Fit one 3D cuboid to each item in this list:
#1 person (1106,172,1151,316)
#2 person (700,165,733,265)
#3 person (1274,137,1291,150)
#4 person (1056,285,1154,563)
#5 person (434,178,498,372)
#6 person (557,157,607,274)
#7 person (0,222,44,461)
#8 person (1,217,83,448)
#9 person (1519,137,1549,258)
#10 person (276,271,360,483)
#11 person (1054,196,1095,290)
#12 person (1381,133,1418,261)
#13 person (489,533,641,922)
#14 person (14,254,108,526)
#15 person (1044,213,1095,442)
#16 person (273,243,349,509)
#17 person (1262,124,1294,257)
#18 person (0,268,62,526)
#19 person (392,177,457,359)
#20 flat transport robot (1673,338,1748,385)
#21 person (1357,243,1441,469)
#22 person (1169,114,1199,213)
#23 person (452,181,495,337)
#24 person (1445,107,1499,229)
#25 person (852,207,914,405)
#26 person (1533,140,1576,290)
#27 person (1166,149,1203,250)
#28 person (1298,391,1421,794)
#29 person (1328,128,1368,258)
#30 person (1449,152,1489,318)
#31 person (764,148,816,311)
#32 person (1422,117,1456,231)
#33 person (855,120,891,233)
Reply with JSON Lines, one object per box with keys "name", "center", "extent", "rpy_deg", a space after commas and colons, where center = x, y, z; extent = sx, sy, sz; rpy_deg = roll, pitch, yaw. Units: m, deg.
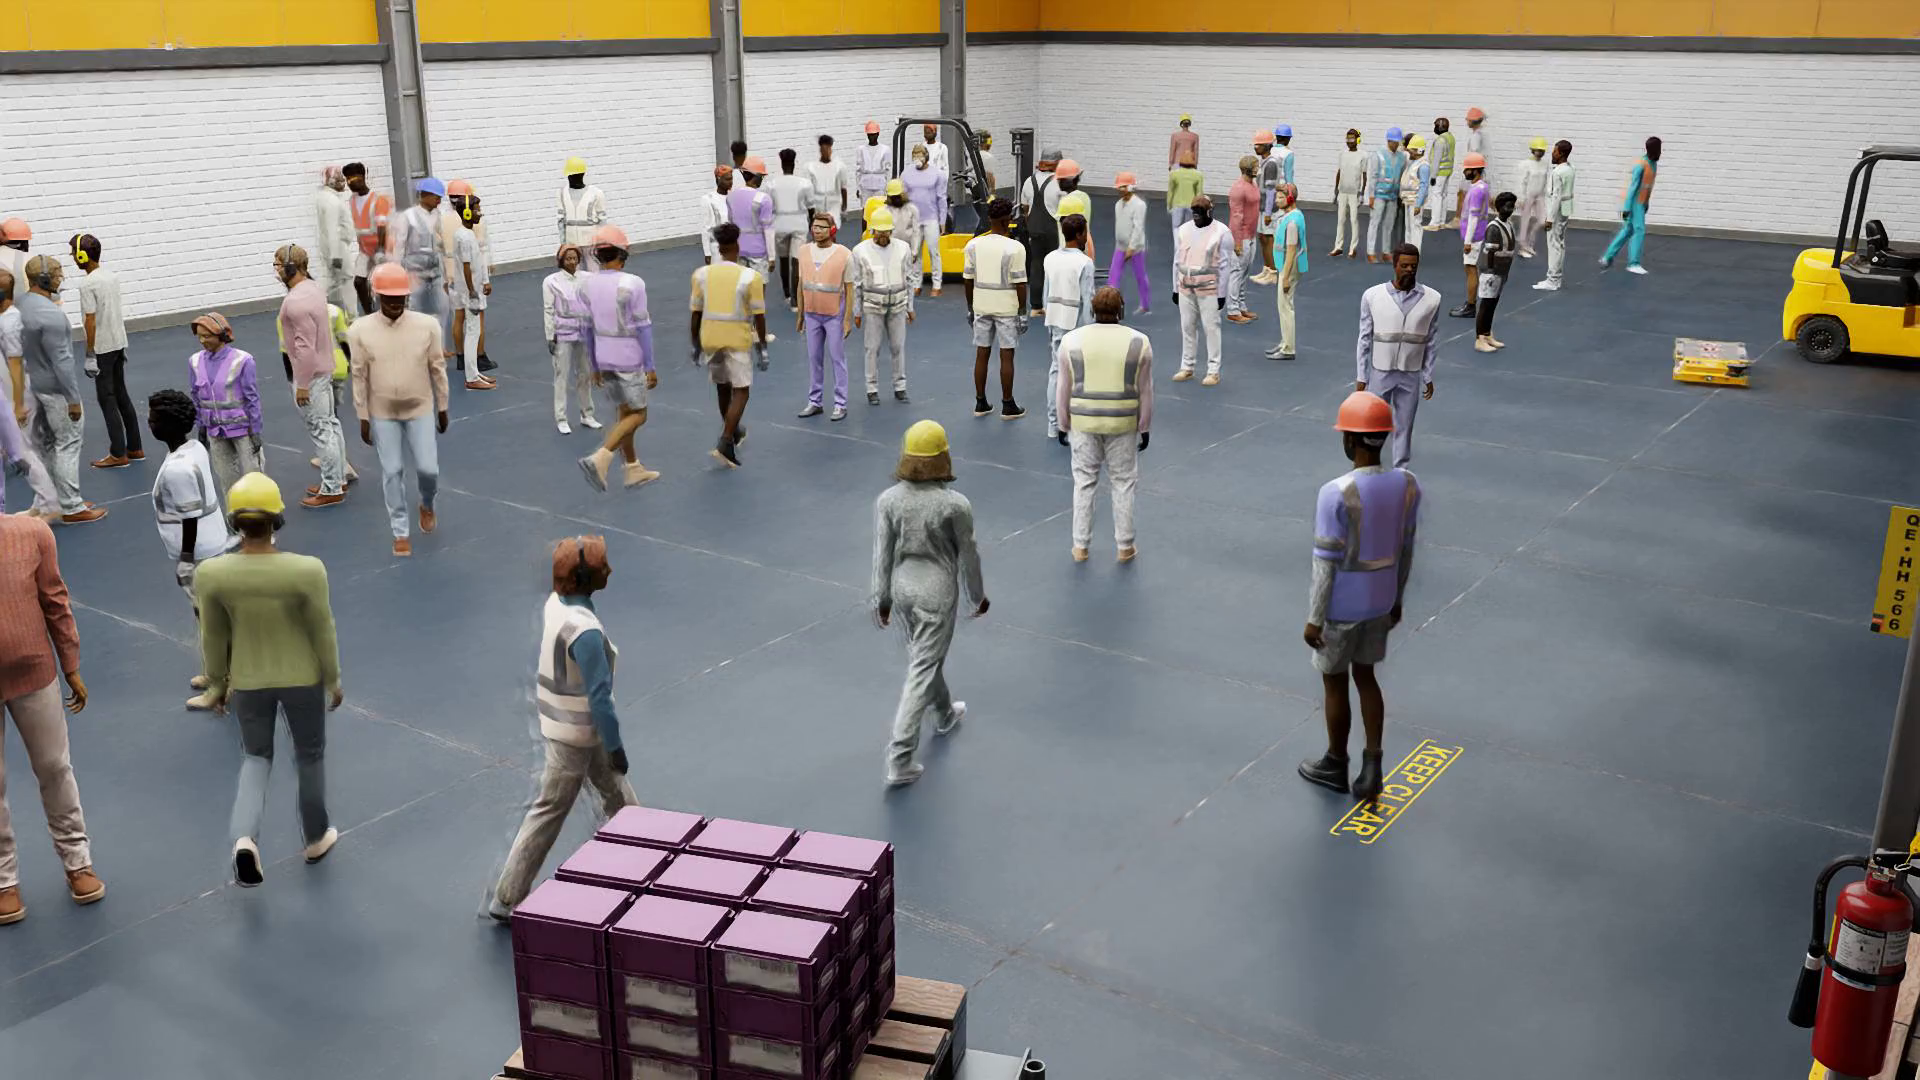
{"name": "person", "center": [1.940, -3.479, 19.673], "extent": [0.897, 1.698, 0.564], "rpy_deg": [-13, 22, -34]}
{"name": "person", "center": [-2.672, -3.282, 18.794], "extent": [0.349, 1.877, 0.576], "rpy_deg": [15, 23, 40]}
{"name": "person", "center": [5.063, -5.573, 26.153], "extent": [0.337, 1.760, 0.527], "rpy_deg": [1, 18, 5]}
{"name": "person", "center": [0.950, -0.753, 10.939], "extent": [0.633, 1.839, 0.429], "rpy_deg": [2, 18, 6]}
{"name": "person", "center": [-4.983, -2.664, 16.777], "extent": [0.550, 1.925, 0.390], "rpy_deg": [6, 19, 17]}
{"name": "person", "center": [-4.378, -3.466, 19.287], "extent": [0.589, 1.923, 0.383], "rpy_deg": [3, 18, 10]}
{"name": "person", "center": [-7.763, -1.666, 13.468], "extent": [0.538, 2.000, 0.683], "rpy_deg": [7, 19, 20]}
{"name": "person", "center": [-7.591, -1.655, 13.600], "extent": [0.550, 1.935, 0.376], "rpy_deg": [-6, 19, -17]}
{"name": "person", "center": [8.420, -5.020, 24.418], "extent": [0.536, 1.749, 0.384], "rpy_deg": [-6, 19, -19]}
{"name": "person", "center": [-4.923, -1.279, 12.887], "extent": [0.820, 1.652, 0.565], "rpy_deg": [17, 24, 42]}
{"name": "person", "center": [1.045, -2.196, 15.335], "extent": [0.397, 1.916, 0.586], "rpy_deg": [4, 18, 11]}
{"name": "person", "center": [6.393, -4.949, 24.093], "extent": [0.593, 1.831, 0.477], "rpy_deg": [1, 18, 2]}
{"name": "person", "center": [-1.534, 0.751, 6.634], "extent": [0.870, 1.592, 0.533], "rpy_deg": [-7, 19, -21]}
{"name": "person", "center": [-6.374, -1.047, 11.726], "extent": [0.636, 1.927, 0.381], "rpy_deg": [15, 23, 40]}
{"name": "person", "center": [0.930, -1.784, 14.035], "extent": [0.391, 1.920, 0.593], "rpy_deg": [-14, 22, -36]}
{"name": "person", "center": [-4.742, -1.195, 12.158], "extent": [0.356, 1.938, 0.633], "rpy_deg": [-3, 18, -9]}
{"name": "person", "center": [4.667, -5.094, 24.363], "extent": [0.415, 1.939, 0.604], "rpy_deg": [-10, 20, -28]}
{"name": "person", "center": [-6.597, -0.995, 11.689], "extent": [0.365, 1.838, 0.550], "rpy_deg": [-9, 20, -25]}
{"name": "person", "center": [-5.565, -2.759, 17.142], "extent": [0.793, 1.906, 0.443], "rpy_deg": [-14, 23, -38]}
{"name": "flat transport robot", "center": [7.578, -1.818, 16.803], "extent": [0.652, 0.197, 1.431], "rpy_deg": [7, 19, 22]}
{"name": "person", "center": [3.226, -1.237, 12.320], "extent": [0.591, 1.922, 0.392], "rpy_deg": [0, 18, -1]}
{"name": "person", "center": [3.993, -6.727, 29.765], "extent": [0.530, 1.755, 0.342], "rpy_deg": [-2, 18, -7]}
{"name": "person", "center": [-5.414, -3.080, 18.391], "extent": [0.494, 1.727, 0.400], "rpy_deg": [6, 19, 19]}
{"name": "person", "center": [8.577, -6.116, 27.448], "extent": [0.973, 2.008, 0.624], "rpy_deg": [9, 20, 27]}
{"name": "person", "center": [-0.709, -2.155, 15.360], "extent": [0.601, 1.819, 0.403], "rpy_deg": [-6, 19, -18]}
{"name": "person", "center": [7.799, -4.235, 21.696], "extent": [0.390, 1.922, 0.591], "rpy_deg": [11, 21, 31]}
{"name": "person", "center": [3.233, -4.788, 23.919], "extent": [0.508, 1.615, 0.558], "rpy_deg": [1, 18, 2]}
{"name": "person", "center": [1.817, 0.279, 7.573], "extent": [0.555, 1.930, 0.501], "rpy_deg": [-9, 20, -25]}
{"name": "person", "center": [5.724, -5.099, 24.481], "extent": [0.513, 1.872, 0.328], "rpy_deg": [14, 23, 38]}
{"name": "person", "center": [6.047, -3.608, 19.724], "extent": [0.387, 1.930, 0.545], "rpy_deg": [6, 19, 19]}
{"name": "person", "center": [-2.056, -3.823, 20.411], "extent": [0.607, 1.920, 0.974], "rpy_deg": [1, 18, 4]}
{"name": "person", "center": [7.921, -6.044, 27.496], "extent": [0.429, 1.837, 0.625], "rpy_deg": [12, 21, 33]}
{"name": "person", "center": [-1.312, -5.353, 25.163], "extent": [0.542, 1.939, 0.362], "rpy_deg": [1, 18, 3]}
